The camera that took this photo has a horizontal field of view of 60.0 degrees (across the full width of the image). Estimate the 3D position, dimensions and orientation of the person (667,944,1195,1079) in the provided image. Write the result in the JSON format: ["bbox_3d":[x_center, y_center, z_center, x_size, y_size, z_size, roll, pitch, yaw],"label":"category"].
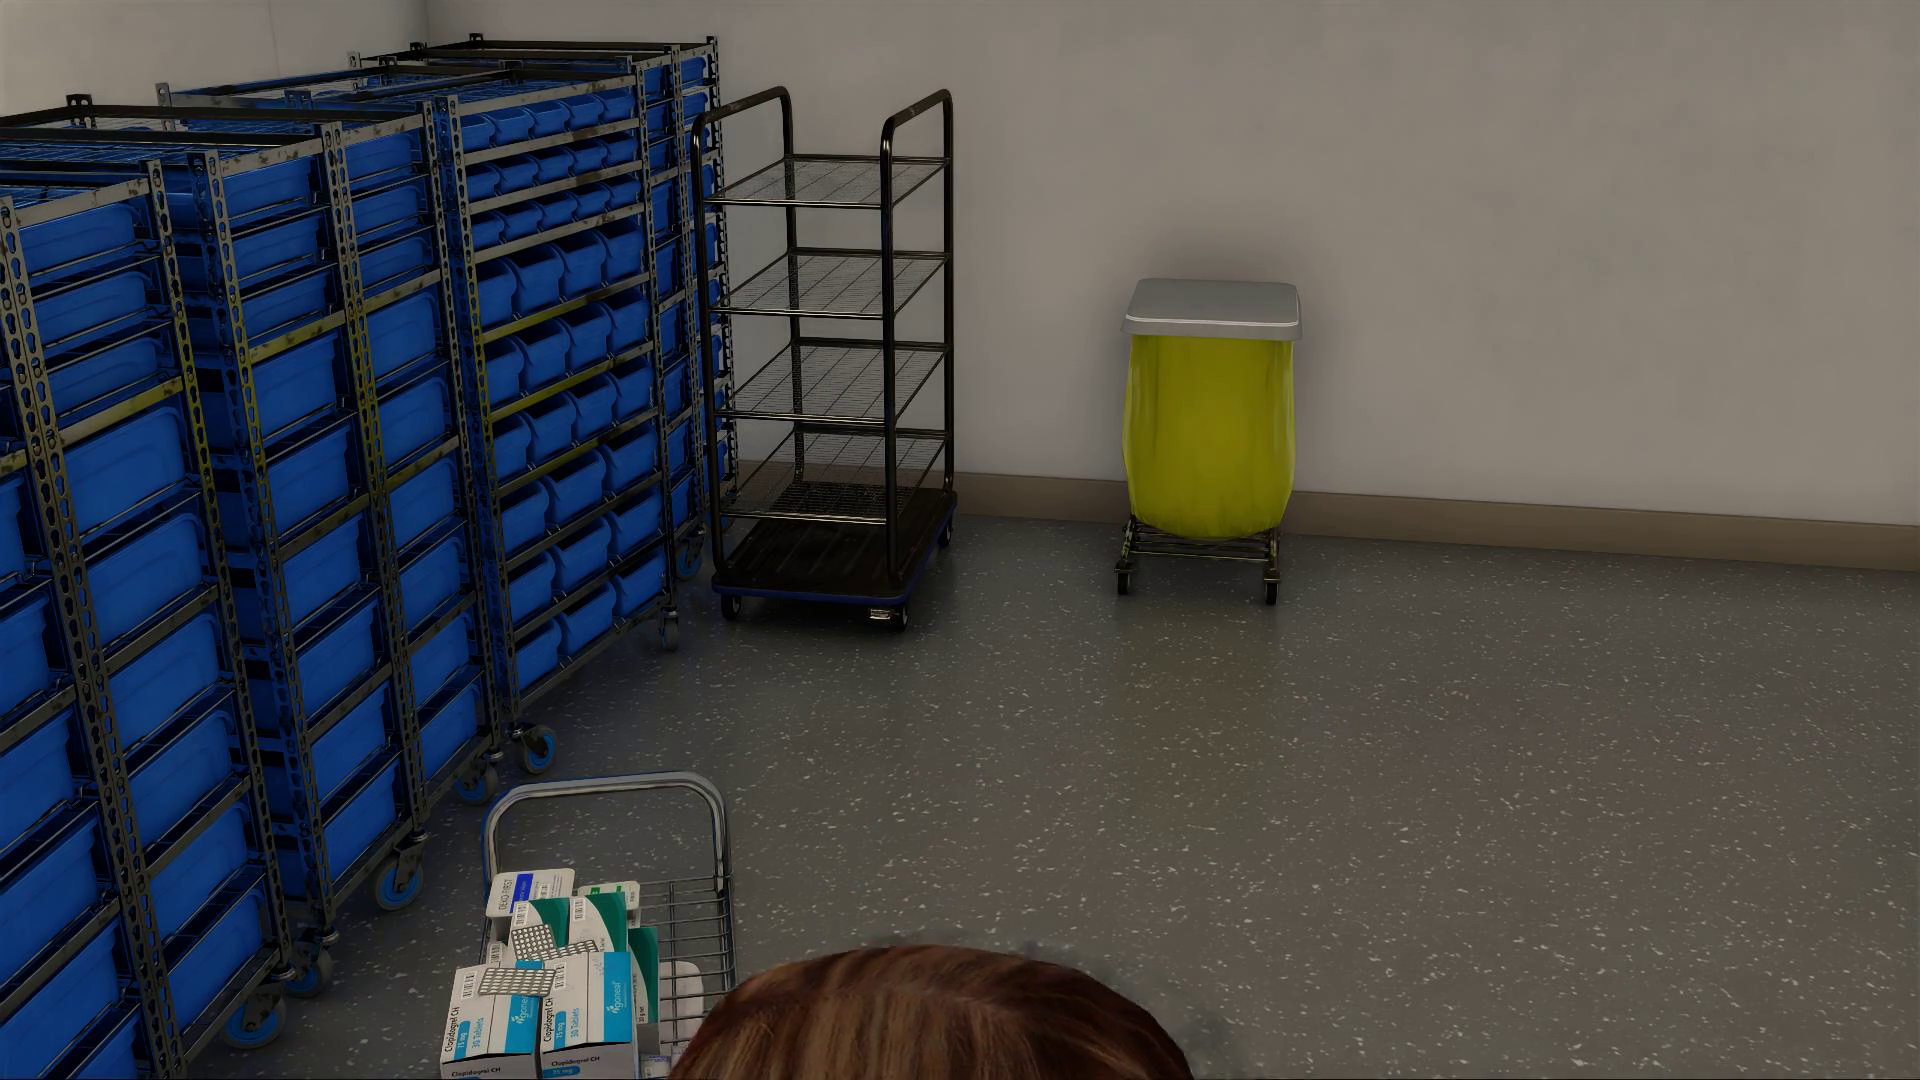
[{"bbox_3d":[0.022,0.988,0.827,0.582,1.828,0.608,4,21,10],"label":"person"}]
